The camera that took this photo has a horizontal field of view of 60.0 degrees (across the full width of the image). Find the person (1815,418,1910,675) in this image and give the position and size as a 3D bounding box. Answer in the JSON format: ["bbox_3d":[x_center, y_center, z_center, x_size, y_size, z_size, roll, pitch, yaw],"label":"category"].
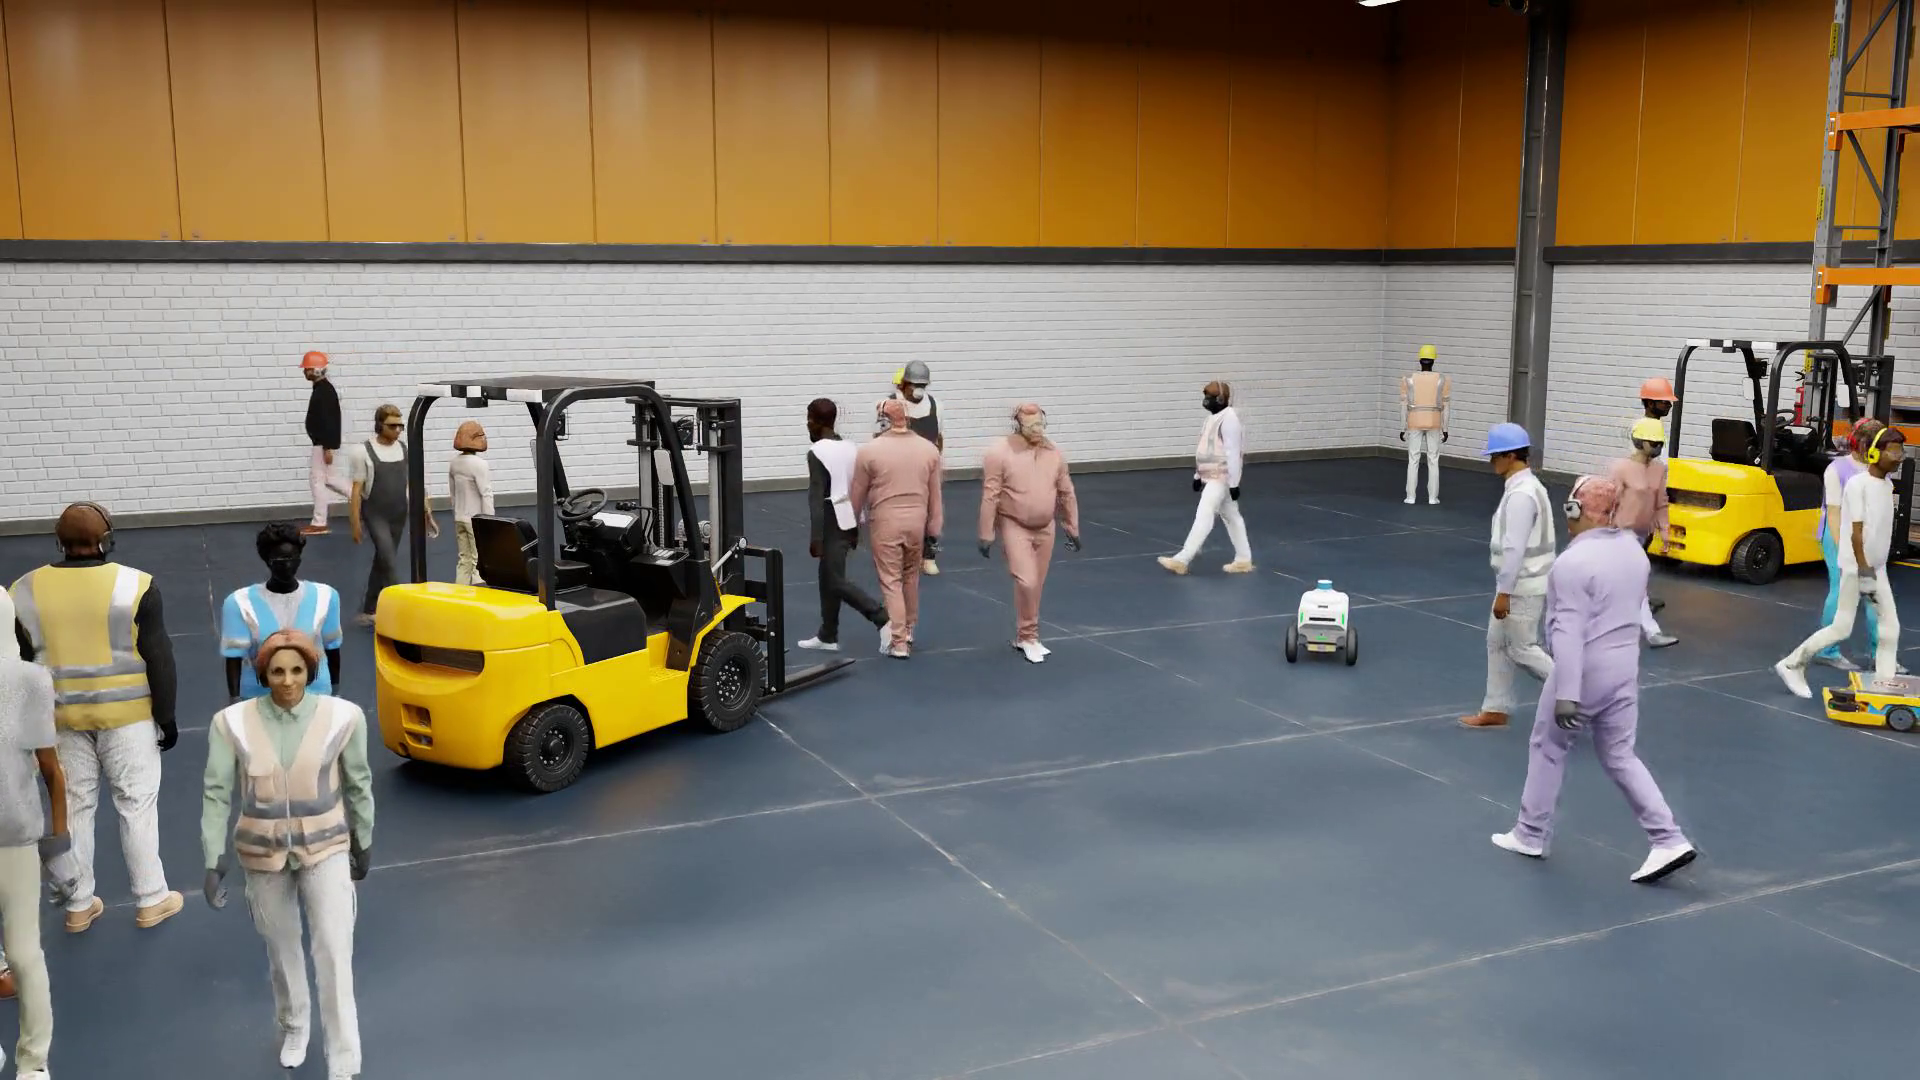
[{"bbox_3d":[6.234,0.060,11.440,0.671,1.801,0.720,-4,10,-25],"label":"person"}]

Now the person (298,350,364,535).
[{"bbox_3d":[-6.727,-1.046,17.783,0.718,1.975,0.625,-3,10,-16],"label":"person"}]

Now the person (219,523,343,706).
[{"bbox_3d":[-3.094,0.748,7.645,0.542,1.650,0.878,-5,10,-27],"label":"person"}]

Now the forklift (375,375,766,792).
[{"bbox_3d":[-2.268,0.149,9.685,1.214,2.155,2.313,6,11,32],"label":"forklift"}]

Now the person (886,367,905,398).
[{"bbox_3d":[-0.587,-0.877,17.195,0.403,1.826,0.593,8,12,41],"label":"person"}]

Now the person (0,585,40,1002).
[{"bbox_3d":[-4.021,0.816,6.481,0.935,1.903,0.635,4,10,21],"label":"person"}]

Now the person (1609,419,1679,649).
[{"bbox_3d":[5.077,-0.065,12.497,0.532,1.708,0.953,-5,10,-27],"label":"person"}]

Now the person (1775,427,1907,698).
[{"bbox_3d":[5.730,0.180,10.629,0.485,1.832,0.857,-5,11,-30],"label":"person"}]

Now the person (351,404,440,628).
[{"bbox_3d":[-4.360,-0.147,12.784,0.978,1.784,0.545,7,11,36],"label":"person"}]

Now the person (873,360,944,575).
[{"bbox_3d":[-0.449,-0.667,15.225,0.696,2.000,0.595,-3,10,-20],"label":"person"}]

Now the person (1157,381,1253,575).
[{"bbox_3d":[2.310,-0.567,15.363,0.945,1.790,0.655,-1,9,-4],"label":"person"}]

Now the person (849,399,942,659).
[{"bbox_3d":[-0.519,-0.098,12.241,0.644,1.872,0.841,-4,10,-26],"label":"person"}]

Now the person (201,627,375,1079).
[{"bbox_3d":[-2.260,1.104,5.614,0.533,1.601,0.835,-3,10,-16],"label":"person"}]

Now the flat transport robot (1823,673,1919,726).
[{"bbox_3d":[6.137,1.018,10.243,1.431,0.197,0.652,4,10,24],"label":"flat transport robot"}]

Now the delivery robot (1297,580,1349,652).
[{"bbox_3d":[2.639,0.536,12.068,0.477,0.478,0.707,2,10,14],"label":"delivery robot"}]

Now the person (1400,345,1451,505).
[{"bbox_3d":[5.569,-1.372,19.949,0.588,1.927,0.370,2,9,13],"label":"person"}]

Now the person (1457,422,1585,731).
[{"bbox_3d":[3.440,0.254,9.923,0.761,1.909,0.620,2,9,14],"label":"person"}]

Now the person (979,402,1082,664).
[{"bbox_3d":[0.529,-0.056,11.944,0.762,1.867,0.631,-5,10,-29],"label":"person"}]

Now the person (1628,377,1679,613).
[{"bbox_3d":[5.680,-0.369,13.693,0.357,1.936,0.551,6,11,34],"label":"person"}]

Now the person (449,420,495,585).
[{"bbox_3d":[-3.823,-0.124,13.106,0.502,1.636,0.280,8,12,40],"label":"person"}]

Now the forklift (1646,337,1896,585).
[{"bbox_3d":[7.551,-0.789,15.507,2.313,2.155,1.214,-4,10,-25],"label":"forklift"}]

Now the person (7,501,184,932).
[{"bbox_3d":[-3.641,0.749,7.059,0.633,1.841,0.429,-1,9,-8],"label":"person"}]

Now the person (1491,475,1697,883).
[{"bbox_3d":[2.982,0.634,7.730,0.667,1.863,0.924,-6,11,-33],"label":"person"}]

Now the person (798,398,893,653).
[{"bbox_3d":[-0.822,-0.088,12.111,0.783,1.891,0.602,3,10,17],"label":"person"}]

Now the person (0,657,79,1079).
[{"bbox_3d":[-3.178,1.010,5.427,0.566,1.849,0.416,-3,10,-18],"label":"person"}]
